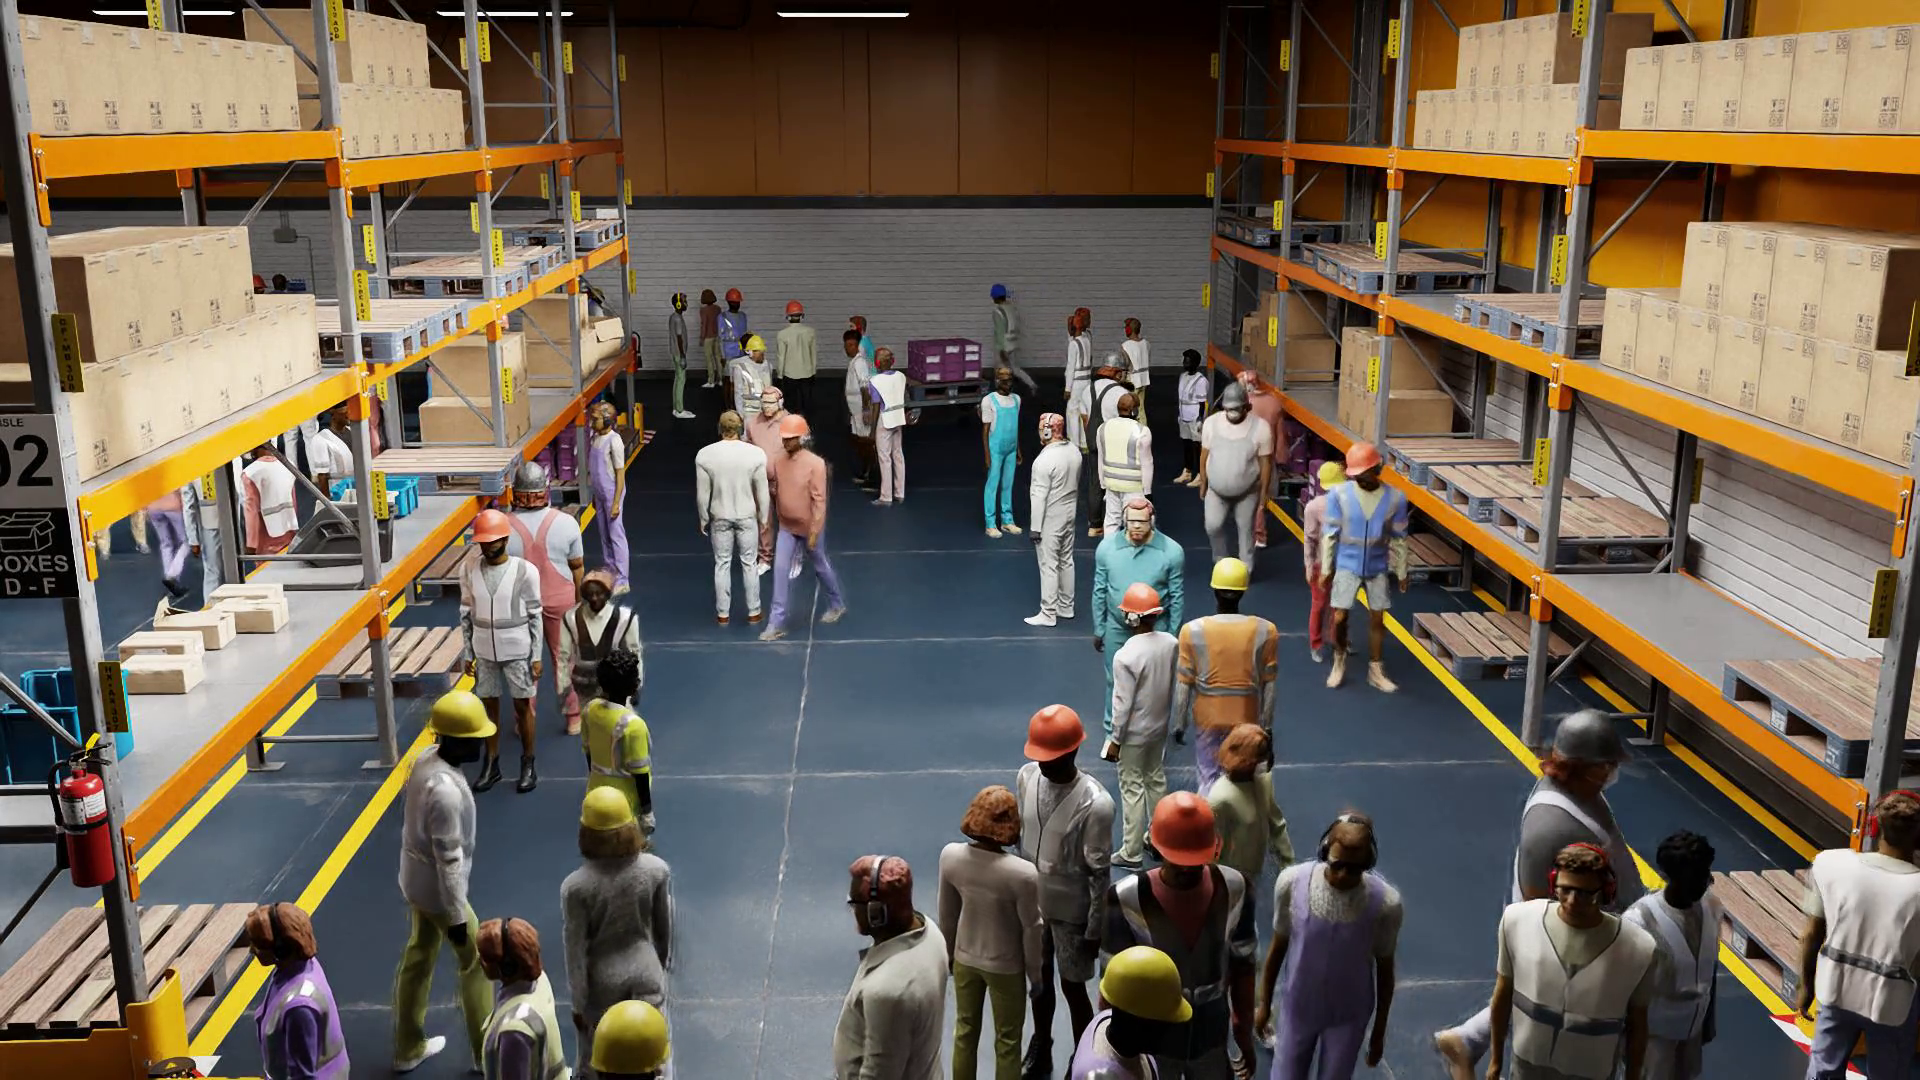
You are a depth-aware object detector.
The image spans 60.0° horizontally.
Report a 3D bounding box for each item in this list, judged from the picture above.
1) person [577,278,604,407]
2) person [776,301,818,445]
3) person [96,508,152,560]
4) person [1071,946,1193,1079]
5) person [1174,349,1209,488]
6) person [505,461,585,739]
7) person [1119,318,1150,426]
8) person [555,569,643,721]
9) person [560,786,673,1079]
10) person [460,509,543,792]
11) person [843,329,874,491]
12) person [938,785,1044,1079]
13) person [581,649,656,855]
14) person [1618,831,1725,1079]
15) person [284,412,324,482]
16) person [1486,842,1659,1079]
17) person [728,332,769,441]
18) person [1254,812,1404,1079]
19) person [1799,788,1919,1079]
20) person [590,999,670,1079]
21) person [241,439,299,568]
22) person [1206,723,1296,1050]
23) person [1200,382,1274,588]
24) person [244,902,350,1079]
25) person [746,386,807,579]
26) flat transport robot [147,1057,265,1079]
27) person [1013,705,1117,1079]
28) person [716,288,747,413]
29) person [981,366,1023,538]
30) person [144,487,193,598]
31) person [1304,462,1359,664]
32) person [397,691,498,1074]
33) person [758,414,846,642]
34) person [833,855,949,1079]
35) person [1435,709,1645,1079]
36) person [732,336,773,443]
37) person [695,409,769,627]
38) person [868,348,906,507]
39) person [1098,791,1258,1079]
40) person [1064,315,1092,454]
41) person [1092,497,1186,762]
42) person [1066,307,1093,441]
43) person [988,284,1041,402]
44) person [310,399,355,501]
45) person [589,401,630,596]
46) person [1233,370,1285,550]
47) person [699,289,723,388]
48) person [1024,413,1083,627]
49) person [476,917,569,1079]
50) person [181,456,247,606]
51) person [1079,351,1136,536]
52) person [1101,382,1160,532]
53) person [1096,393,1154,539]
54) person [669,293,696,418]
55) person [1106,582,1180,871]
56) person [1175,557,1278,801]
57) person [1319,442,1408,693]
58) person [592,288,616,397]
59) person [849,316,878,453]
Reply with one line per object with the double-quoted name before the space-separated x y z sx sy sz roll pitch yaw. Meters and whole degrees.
"person" -5.771 -2.978 25.408 0.683 2.000 0.538 11 18 36
"person" -2.228 -2.260 22.682 0.609 1.996 0.379 -9 17 -31
"person" -8.623 -0.648 16.894 0.589 1.725 0.439 -10 18 -35
"person" 0.529 2.186 5.401 0.399 1.913 0.591 2 14 8
"person" 2.826 -1.487 20.259 0.319 1.691 0.536 -7 16 -25
"person" -3.054 0.429 12.034 0.674 2.000 0.535 -4 15 -16
"person" 2.318 -2.023 22.079 0.385 1.838 0.562 13 19 41
"person" -2.315 1.000 10.623 0.535 1.617 0.616 0 14 1
"person" -1.482 1.851 7.146 0.496 1.691 0.900 -8 16 -28
"person" -3.039 0.736 11.033 0.543 1.939 0.371 1 14 4
"person" -1.203 -1.578 20.165 0.372 1.929 0.751 -3 15 -11
"person" 0.138 1.851 7.266 0.498 1.633 0.284 9 17 30
"person" -1.807 1.402 8.900 0.318 1.695 0.540 -13 20 -42
"person" 2.854 1.948 6.775 0.545 1.678 0.408 -7 16 -25
"person" -8.143 -1.627 20.506 0.634 1.839 0.429 1 14 5
"person" 2.290 1.989 6.297 0.564 1.847 0.395 7 16 25
"person" -2.575 -1.616 20.402 0.518 1.870 0.323 -1 14 -6
"person" 1.472 1.900 6.697 0.554 1.820 0.454 5 15 17
"person" 3.696 1.888 6.739 0.561 1.831 0.484 14 20 43
"person" -0.983 2.293 4.994 0.620 1.905 0.478 0 14 1
"person" -5.855 -0.051 14.190 0.402 1.908 0.598 4 15 14
"person" 1.421 1.657 8.088 0.749 1.599 0.504 12 18 38
"person" 2.606 -0.532 15.808 0.719 2.000 0.542 6 16 23
"person" -2.448 2.113 6.246 0.313 1.631 0.523 -7 16 -24
"person" -1.805 -0.560 16.214 0.641 1.899 0.397 5 15 19
"flat transport robot" -3.339 2.626 6.937 0.652 0.197 1.431 0 14 0
"person" 0.431 1.645 7.501 0.388 1.926 0.549 -14 20 -43
"person" -3.366 -2.793 24.888 0.356 1.939 0.543 12 19 40
"person" 0.460 -0.949 17.837 0.507 1.846 0.345 -11 18 -38
"person" -7.365 -0.287 15.430 0.528 1.756 0.483 1 14 5
"person" 3.037 0.184 13.624 0.571 1.723 0.445 -6 15 -21
"person" -2.373 1.602 7.742 0.637 1.887 0.597 -7 16 -27
"person" -1.357 -0.144 14.483 0.616 1.959 1.002 9 17 30
"person" -0.256 2.035 6.031 0.402 1.895 0.653 2 15 10
"person" 2.563 1.653 7.228 0.824 2.000 0.694 6 15 22
"person" -2.493 -1.585 20.362 0.404 1.830 0.590 13 19 41
"person" -1.993 -0.186 14.653 0.634 1.936 0.351 -1 14 -4
"person" -0.829 -1.297 19.205 0.393 1.842 0.564 11 18 37
"person" 0.832 1.894 6.318 0.615 2.029 0.409 -3 15 -11
"person" 1.551 -2.053 22.111 0.371 1.878 0.588 7 16 26
"person" 1.230 0.626 11.554 0.647 1.899 0.400 4 15 16
"person" 1.654 -2.253 22.878 0.361 1.882 0.575 8 16 29
"person" 0.806 -3.018 25.845 0.776 1.910 0.629 10 17 33
"person" -5.729 -0.414 15.492 0.367 1.966 0.606 4 15 16
"person" -3.325 -0.395 15.659 0.345 1.847 0.508 -11 18 -37
"person" 3.057 -0.874 17.551 0.662 1.848 0.940 -7 16 -26
"person" -4.154 -3.353 27.696 0.266 1.631 0.509 9 17 31
"person" 0.812 -0.183 14.725 0.399 1.900 0.645 10 17 34
"person" -1.589 2.143 6.131 0.315 1.631 0.513 -2 14 -8
"person" -6.395 -0.088 14.341 0.409 1.907 0.598 8 17 30
"person" 1.629 -1.013 17.695 0.536 2.000 0.672 -11 18 -38
"person" 1.762 -0.886 17.977 0.806 1.652 0.538 12 19 40
"person" 1.617 -0.517 16.172 0.624 1.837 0.429 12 19 40
"person" -4.181 -2.767 24.922 0.313 1.869 0.538 -5 15 -18
"person" 1.064 1.107 9.945 0.330 1.750 0.572 12 19 40
"person" 1.570 1.044 9.849 0.591 1.925 0.378 0 14 0
"person" 3.131 0.228 12.888 0.665 2.013 0.479 2 14 7
"person" -5.745 -3.129 26.549 0.315 1.769 0.524 11 18 36
"person" -1.282 -2.095 22.367 0.388 1.836 0.561 0 14 -2
